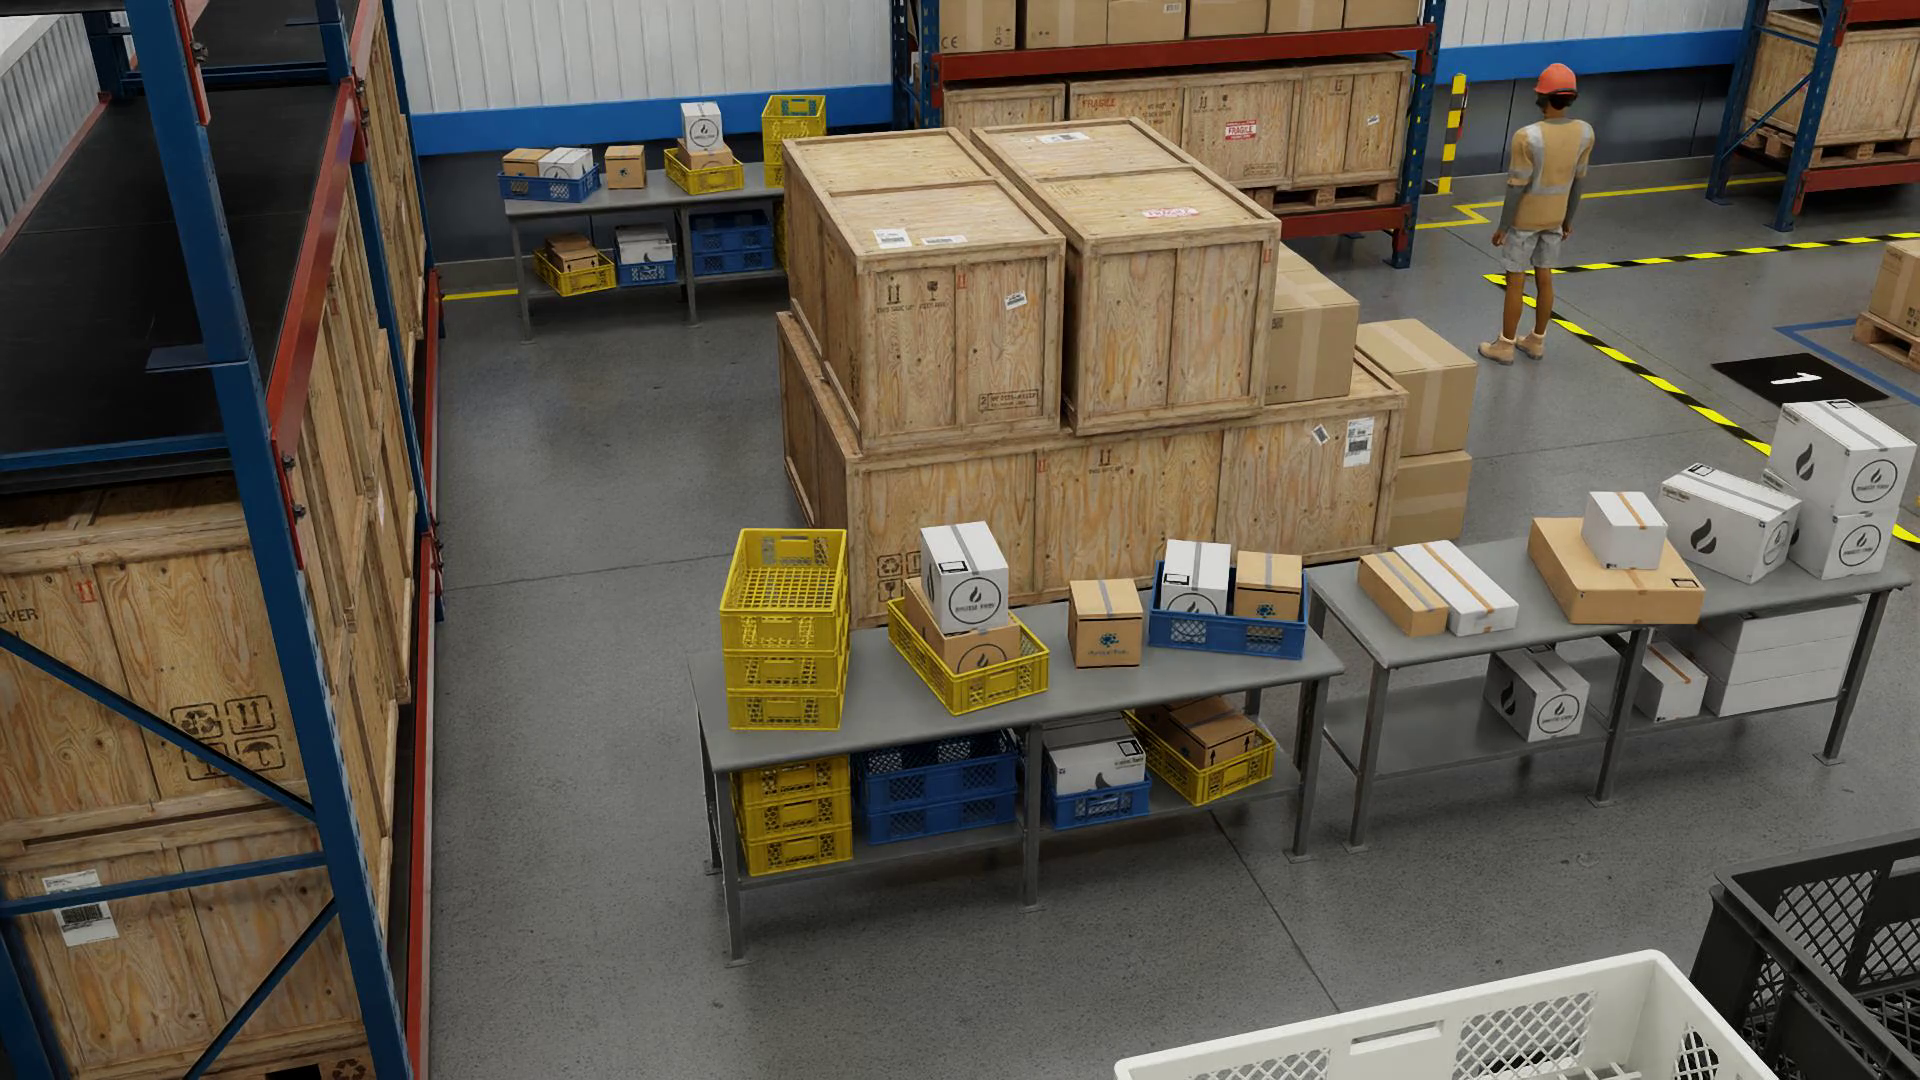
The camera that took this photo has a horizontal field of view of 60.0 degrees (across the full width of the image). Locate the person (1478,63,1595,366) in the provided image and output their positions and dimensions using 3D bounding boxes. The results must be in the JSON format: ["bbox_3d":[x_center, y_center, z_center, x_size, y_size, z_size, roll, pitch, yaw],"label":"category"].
[{"bbox_3d":[3.882,-2.181,11.239,0.613,2.040,0.371,-10,30,-17],"label":"person"}]
